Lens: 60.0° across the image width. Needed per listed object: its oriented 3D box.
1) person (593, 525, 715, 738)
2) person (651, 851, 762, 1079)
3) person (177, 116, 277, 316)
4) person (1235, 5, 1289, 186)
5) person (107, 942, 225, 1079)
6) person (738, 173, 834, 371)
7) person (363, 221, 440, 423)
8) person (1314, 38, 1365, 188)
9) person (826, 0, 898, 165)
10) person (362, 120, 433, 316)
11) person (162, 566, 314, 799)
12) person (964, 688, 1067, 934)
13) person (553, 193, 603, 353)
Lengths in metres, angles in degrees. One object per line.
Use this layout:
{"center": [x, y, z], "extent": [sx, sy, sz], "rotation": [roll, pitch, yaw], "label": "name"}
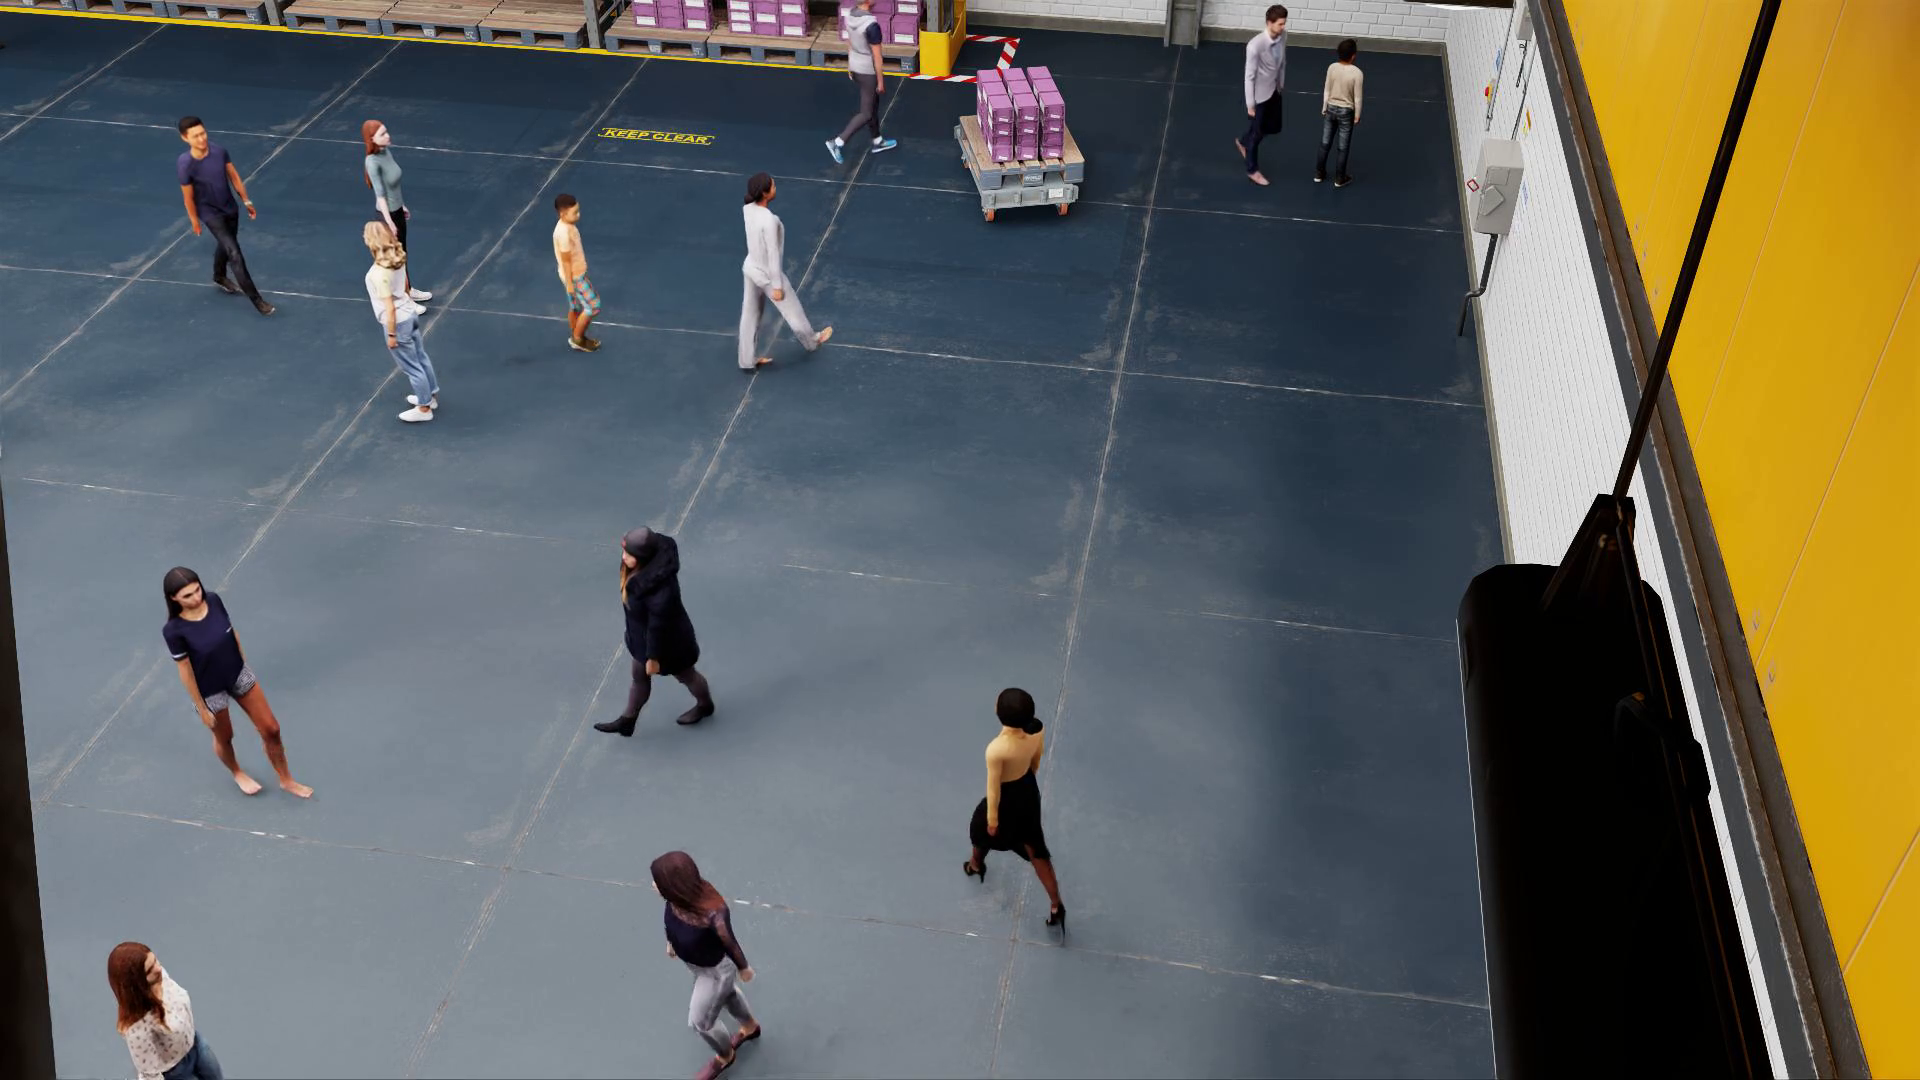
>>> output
{"center": [-1.741, 0.552, 10.159], "extent": [1.124, 1.635, 1.011], "rotation": [-17, 42, -20], "label": "person"}
{"center": [-1.203, 2.091, 8.282], "extent": [0.770, 1.574, 0.830], "rotation": [31, 48, 33], "label": "person"}
{"center": [-6.417, -2.832, 14.305], "extent": [1.214, 1.749, 0.902], "rotation": [20, 43, 23], "label": "person"}
{"center": [2.886, -4.368, 16.171], "extent": [0.949, 1.821, 1.010], "rotation": [-30, 47, -32], "label": "person"}
{"center": [-3.725, 2.448, 7.722], "extent": [0.947, 1.714, 0.728], "rotation": [-2, 39, -3], "label": "person"}
{"center": [-1.648, -2.123, 13.461], "extent": [1.144, 1.695, 1.093], "rotation": [-25, 45, -28], "label": "person"}
{"center": [-4.330, -1.690, 12.897], "extent": [0.565, 1.722, 0.642], "rotation": [2, 39, 3], "label": "person"}
{"center": [3.698, -4.166, 16.202], "extent": [0.570, 1.465, 0.684], "rotation": [23, 44, 26], "label": "person"}
{"center": [-1.013, -4.590, 16.463], "extent": [1.221, 1.804, 1.149], "rotation": [-23, 44, -26], "label": "person"}
{"center": [-4.862, -2.771, 14.234], "extent": [0.578, 1.742, 0.608], "rotation": [1, 39, 1], "label": "person"}
{"center": [-4.384, 0.822, 9.731], "extent": [0.909, 1.747, 0.768], "rotation": [21, 43, 24], "label": "person"}
{"center": [0.348, 1.482, 9.011], "extent": [0.991, 1.615, 1.089], "rotation": [-27, 46, -30], "label": "person"}
{"center": [-3.266, -2.189, 13.738], "extent": [0.638, 1.452, 0.623], "rotation": [-5, 39, -7], "label": "person"}
